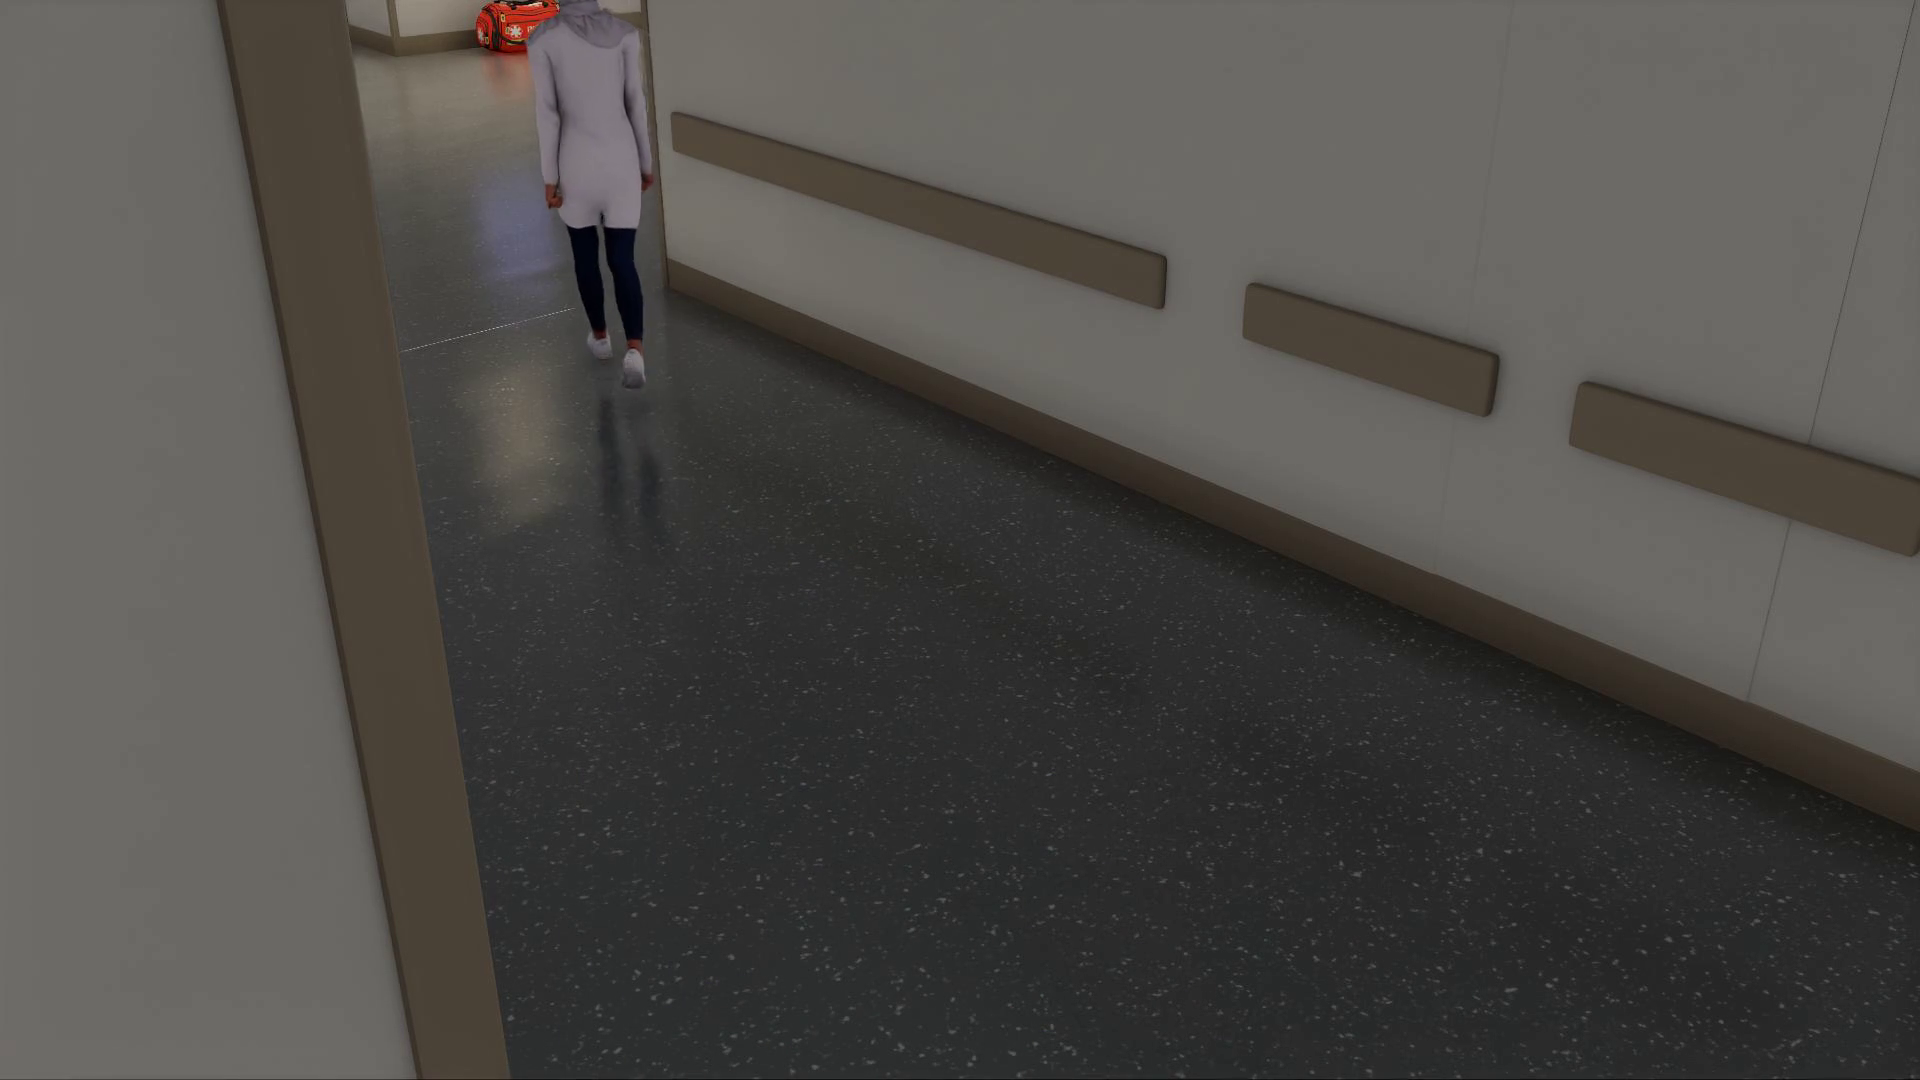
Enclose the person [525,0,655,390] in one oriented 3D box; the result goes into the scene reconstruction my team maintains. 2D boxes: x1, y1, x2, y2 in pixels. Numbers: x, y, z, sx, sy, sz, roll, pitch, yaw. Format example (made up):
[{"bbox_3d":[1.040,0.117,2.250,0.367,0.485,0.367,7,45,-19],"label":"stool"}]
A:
[{"bbox_3d":[-1.455,-1.454,6.732,1.133,1.741,0.938,-8,27,-17],"label":"person"}]
